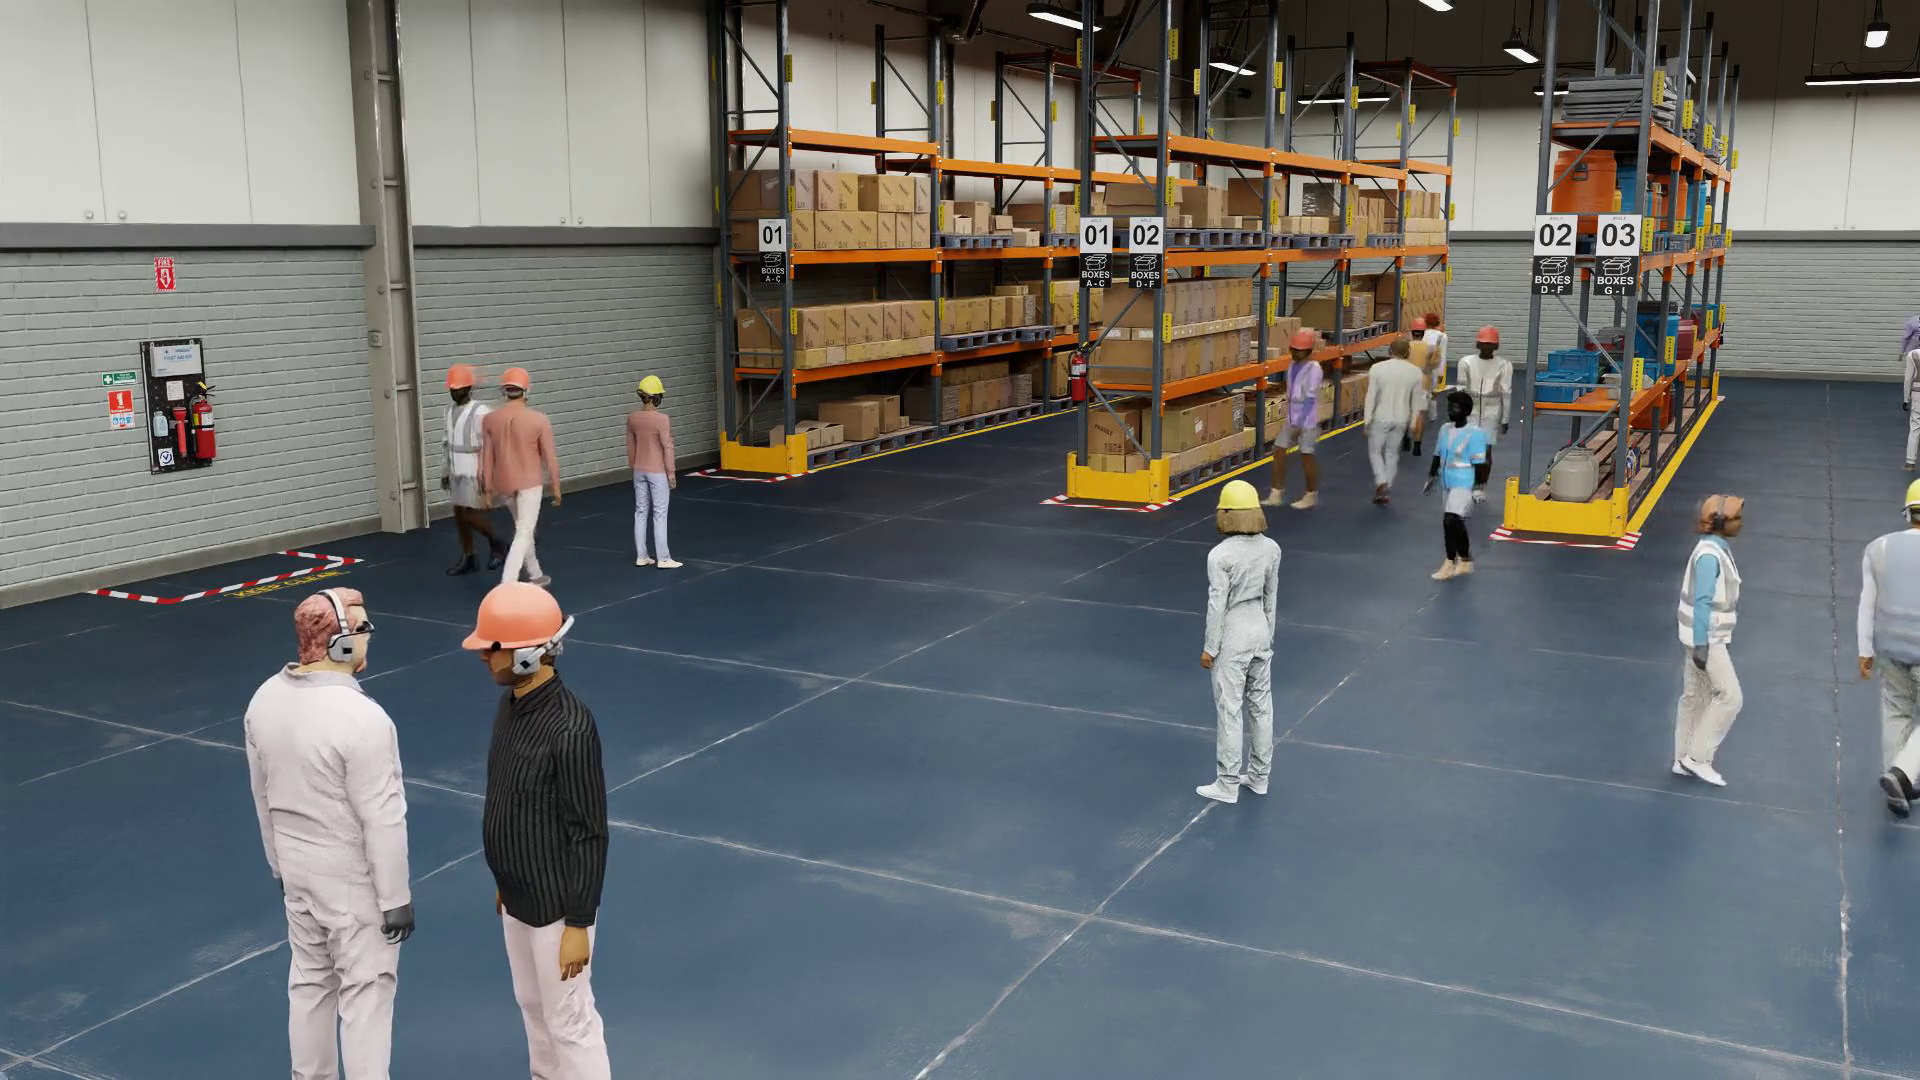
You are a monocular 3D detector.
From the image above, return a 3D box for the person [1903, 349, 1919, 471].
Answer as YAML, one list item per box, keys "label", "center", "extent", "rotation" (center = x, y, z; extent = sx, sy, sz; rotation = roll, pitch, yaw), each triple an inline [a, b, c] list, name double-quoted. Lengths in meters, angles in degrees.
- label: "person"
  center: [12.465, -1.815, 21.418]
  extent: [0.575, 1.883, 0.355]
  rotation: [5, 12, 27]

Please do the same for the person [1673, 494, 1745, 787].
- label: "person"
  center: [4.178, 0.556, 9.164]
  extent: [0.433, 1.623, 0.538]
  rotation: [5, 12, 27]

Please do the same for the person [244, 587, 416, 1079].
- label: "person"
  center: [-2.017, 1.095, 5.481]
  extent: [0.651, 1.906, 0.404]
  rotation: [7, 12, 33]

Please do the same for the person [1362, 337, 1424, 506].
- label: "person"
  center: [4.838, -1.318, 18.648]
  extent: [0.674, 1.907, 0.457]
  rotation: [-1, 10, -4]

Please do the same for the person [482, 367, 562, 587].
- label: "person"
  center: [-3.700, -0.469, 13.939]
  extent: [0.620, 1.945, 1.025]
  rotation: [2, 11, 12]

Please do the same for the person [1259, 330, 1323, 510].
- label: "person"
  center: [3.637, -1.295, 18.244]
  extent: [0.844, 2.001, 0.613]
  rotation: [-5, 12, -26]

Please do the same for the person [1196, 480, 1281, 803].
- label: "person"
  center: [1.494, 0.542, 8.952]
  extent: [0.486, 1.742, 0.300]
  rotation: [-7, 13, -34]

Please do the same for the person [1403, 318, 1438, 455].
- label: "person"
  center: [6.379, -2.149, 23.246]
  extent: [0.570, 1.880, 1.013]
  rotation: [3, 11, 14]

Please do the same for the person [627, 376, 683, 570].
- label: "person"
  center: [-2.801, -0.613, 15.178]
  extent: [0.523, 1.769, 0.315]
  rotation: [6, 12, 32]

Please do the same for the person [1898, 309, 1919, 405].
- label: "person"
  center: [17.028, -3.290, 29.428]
  extent: [0.835, 1.884, 0.752]
  rotation: [-9, 14, -39]

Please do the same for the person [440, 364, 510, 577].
- label: "person"
  center: [-4.369, -0.617, 14.805]
  extent: [0.574, 1.914, 0.488]
  rotation: [9, 13, 39]

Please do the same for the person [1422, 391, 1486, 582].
- label: "person"
  center: [4.319, -0.469, 14.650]
  extent: [0.659, 1.677, 0.547]
  rotation: [-3, 11, -18]

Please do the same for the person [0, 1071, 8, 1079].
- label: "person"
  center: [-2.712, 1.419, 4.561]
  extent: [0.857, 1.585, 0.509]
  rotation: [-5, 12, -26]

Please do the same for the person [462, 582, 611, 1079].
- label: "person"
  center: [-1.310, 1.104, 5.203]
  extent: [0.379, 1.989, 0.622]
  rotation: [-8, 13, -36]

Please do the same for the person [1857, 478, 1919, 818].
- label: "person"
  center: [4.944, 0.564, 8.623]
  extent: [0.610, 1.817, 0.594]
  rotation: [-8, 13, -36]

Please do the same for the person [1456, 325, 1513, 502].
- label: "person"
  center: [5.936, -1.425, 18.903]
  extent: [0.634, 2.022, 0.470]
  rotation: [4, 11, 23]

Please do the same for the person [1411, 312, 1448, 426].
- label: "person"
  center: [7.388, -2.681, 26.285]
  extent: [0.595, 1.840, 0.980]
  rotation: [4, 11, 22]
